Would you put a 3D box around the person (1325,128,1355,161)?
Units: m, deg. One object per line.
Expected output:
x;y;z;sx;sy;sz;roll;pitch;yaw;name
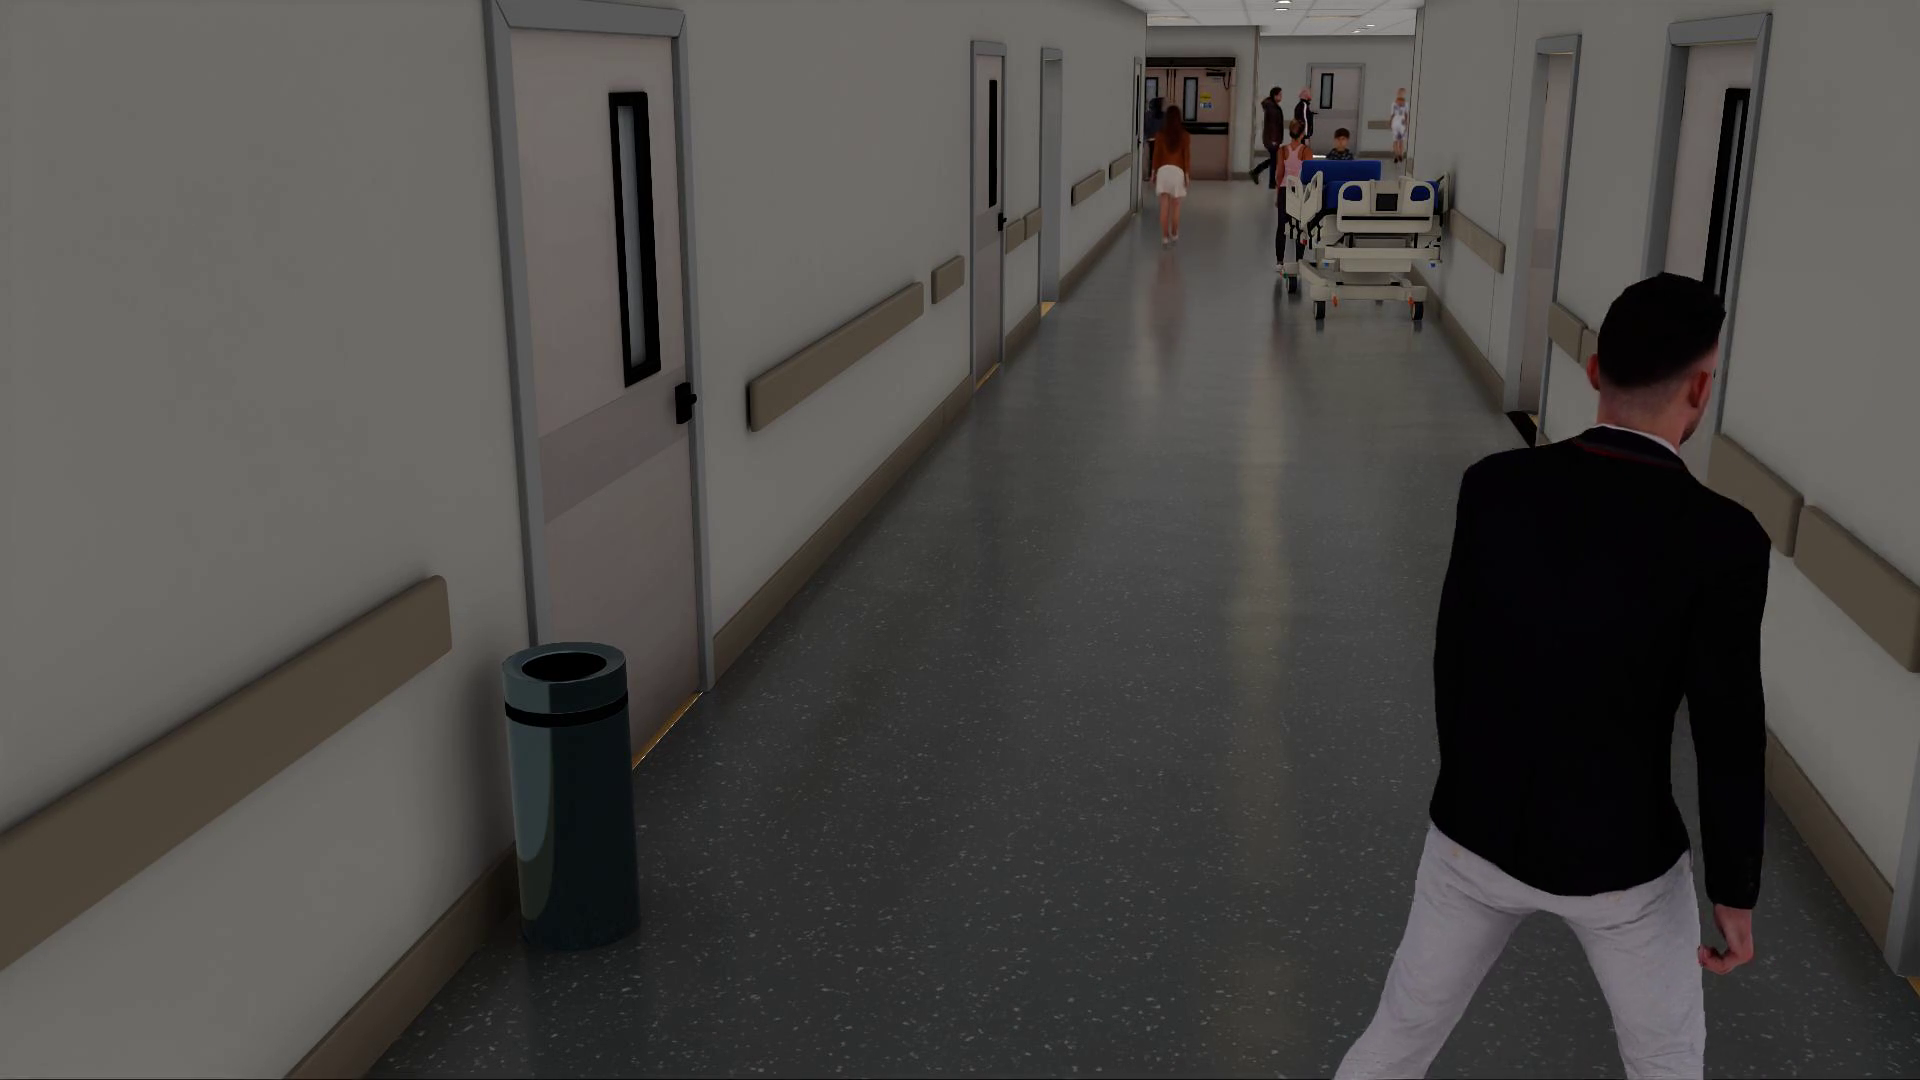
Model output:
4.760;-4.451;20.981;0.929;1.414;0.706;6;17;21;person

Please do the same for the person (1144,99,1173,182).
3.922;-7.929;33.000;0.745;1.585;0.929;5;16;16;person

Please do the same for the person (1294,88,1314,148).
6.088;-7.123;29.678;0.680;1.837;0.730;-2;16;-7;person

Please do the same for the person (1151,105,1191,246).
2.593;-4.454;20.511;1.013;1.673;0.701;2;16;8;person

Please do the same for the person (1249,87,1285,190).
5.659;-7.356;30.528;0.898;1.824;0.774;2;16;6;person

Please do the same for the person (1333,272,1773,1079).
0.999;0.514;2.664;0.994;1.796;1.121;14;21;40;person

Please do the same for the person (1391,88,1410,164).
10.383;-9.801;39.366;0.707;1.733;0.658;5;16;16;person

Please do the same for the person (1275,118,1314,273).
3.612;-3.733;18.024;0.557;1.636;0.686;8;18;28;person
